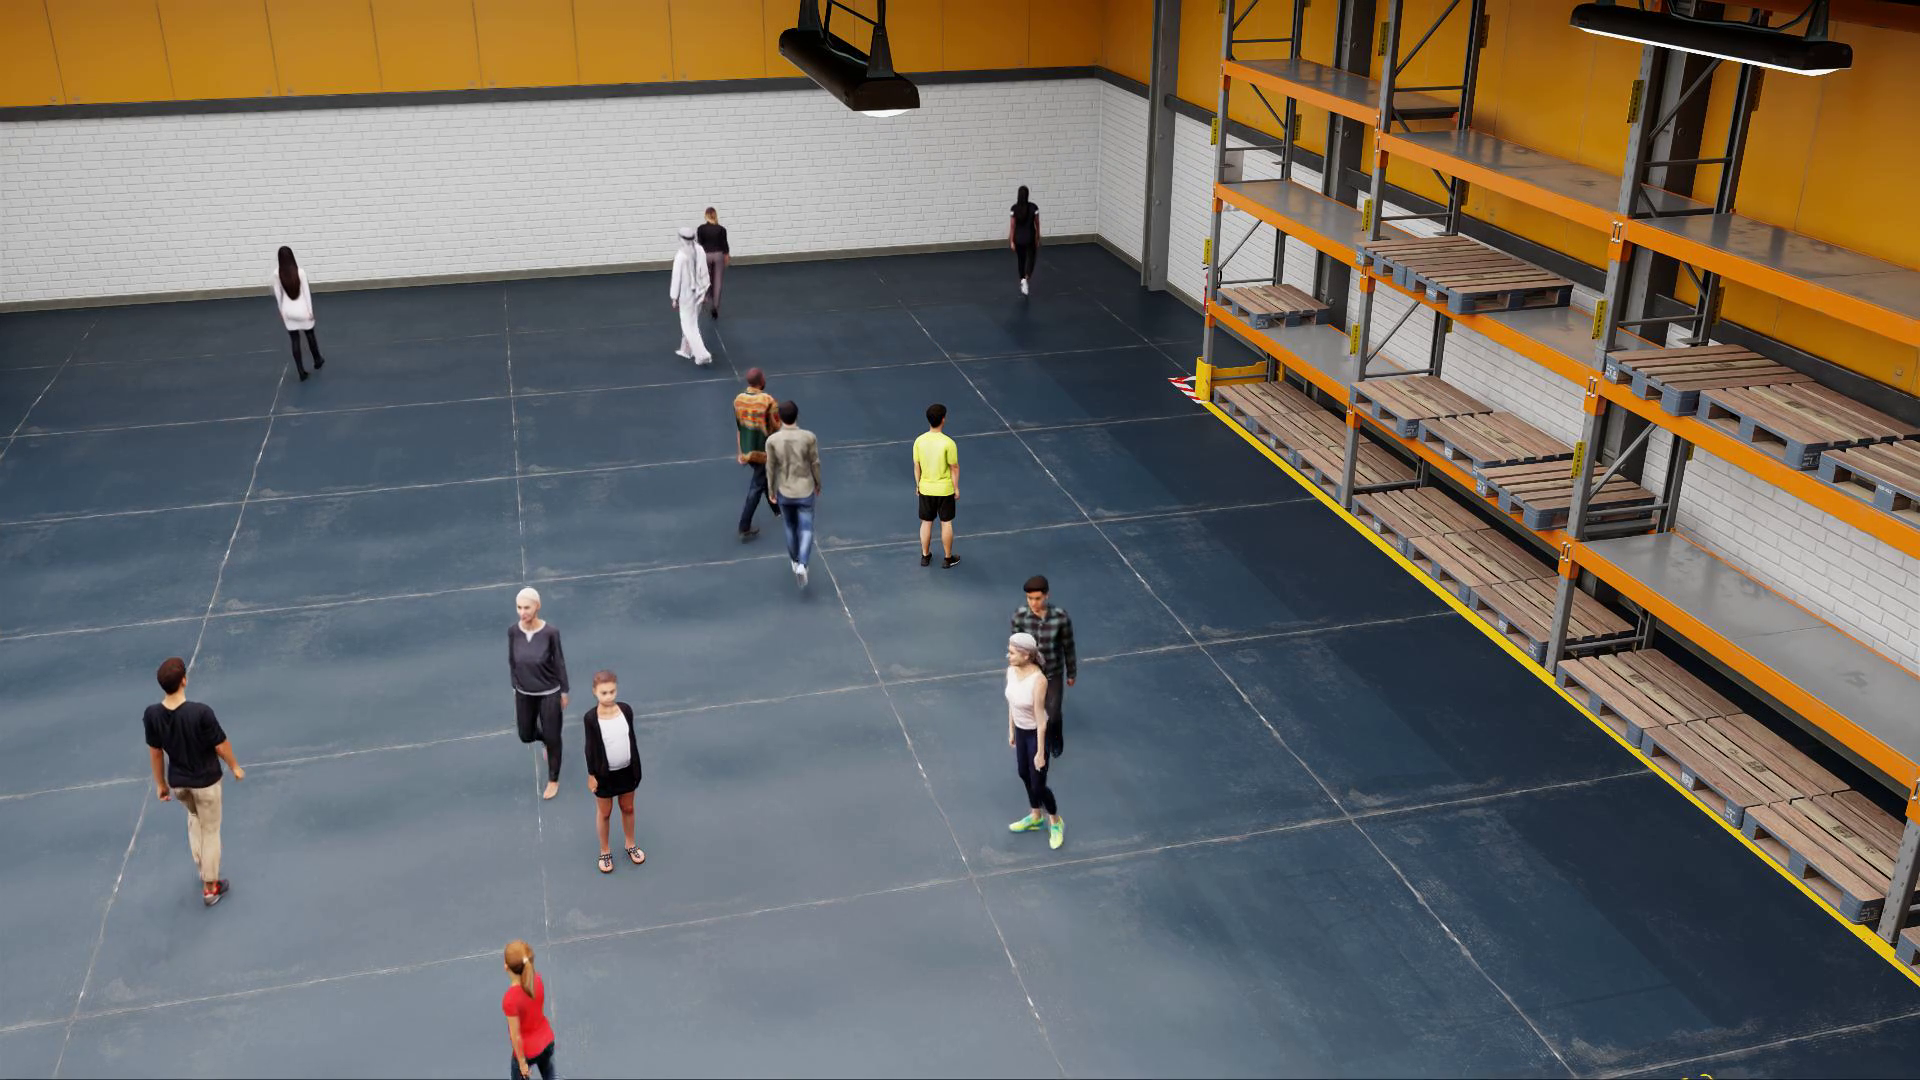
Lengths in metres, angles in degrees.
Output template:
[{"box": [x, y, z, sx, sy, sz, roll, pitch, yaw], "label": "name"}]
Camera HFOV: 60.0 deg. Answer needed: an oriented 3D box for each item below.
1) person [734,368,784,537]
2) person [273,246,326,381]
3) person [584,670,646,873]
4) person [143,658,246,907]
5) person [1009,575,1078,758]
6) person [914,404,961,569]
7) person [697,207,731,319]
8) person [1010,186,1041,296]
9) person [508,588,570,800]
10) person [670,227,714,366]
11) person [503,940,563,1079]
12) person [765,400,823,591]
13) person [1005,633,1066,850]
[{"box": [-2.137, -0.879, 17.411, 1.206, 1.756, 1.242, 14, 27, 29], "label": "person"}, {"box": [-8.908, -3.006, 22.238, 0.717, 1.787, 0.950, -2, 24, -5], "label": "person"}, {"box": [-2.485, 1.626, 11.930, 0.588, 1.555, 0.597, -12, 26, -25], "label": "person"}, {"box": [-5.283, 1.698, 11.414, 0.755, 1.838, 0.801, 1, 24, 3], "label": "person"}, {"box": [0.664, 0.994, 13.164, 0.858, 1.697, 0.888, 4, 24, 8], "label": "person"}, {"box": [-0.231, -0.542, 16.699, 0.702, 1.709, 0.718, 8, 25, 17], "label": "person"}, {"box": [-3.712, -4.135, 25.005, 0.785, 1.639, 1.066, 0, 24, 0], "label": "person"}, {"box": [1.025, -4.692, 26.187, 0.870, 1.715, 1.078, 3, 24, 7], "label": "person"}, {"box": [-3.238, 1.120, 12.891, 0.784, 1.714, 0.925, 2, 24, 4], "label": "person"}, {"box": [-3.651, -3.317, 22.809, 1.211, 1.900, 1.073, 18, 30, 36], "label": "person"}, {"box": [-2.359, 2.884, 9.391, 0.779, 1.285, 0.718, 10, 25, 21], "label": "person"}, {"box": [-1.606, -0.432, 16.278, 0.883, 1.845, 1.181, 0, 24, -1], "label": "person"}, {"box": [0.533, 1.440, 12.189, 0.816, 1.689, 0.675, -14, 27, -29], "label": "person"}]
